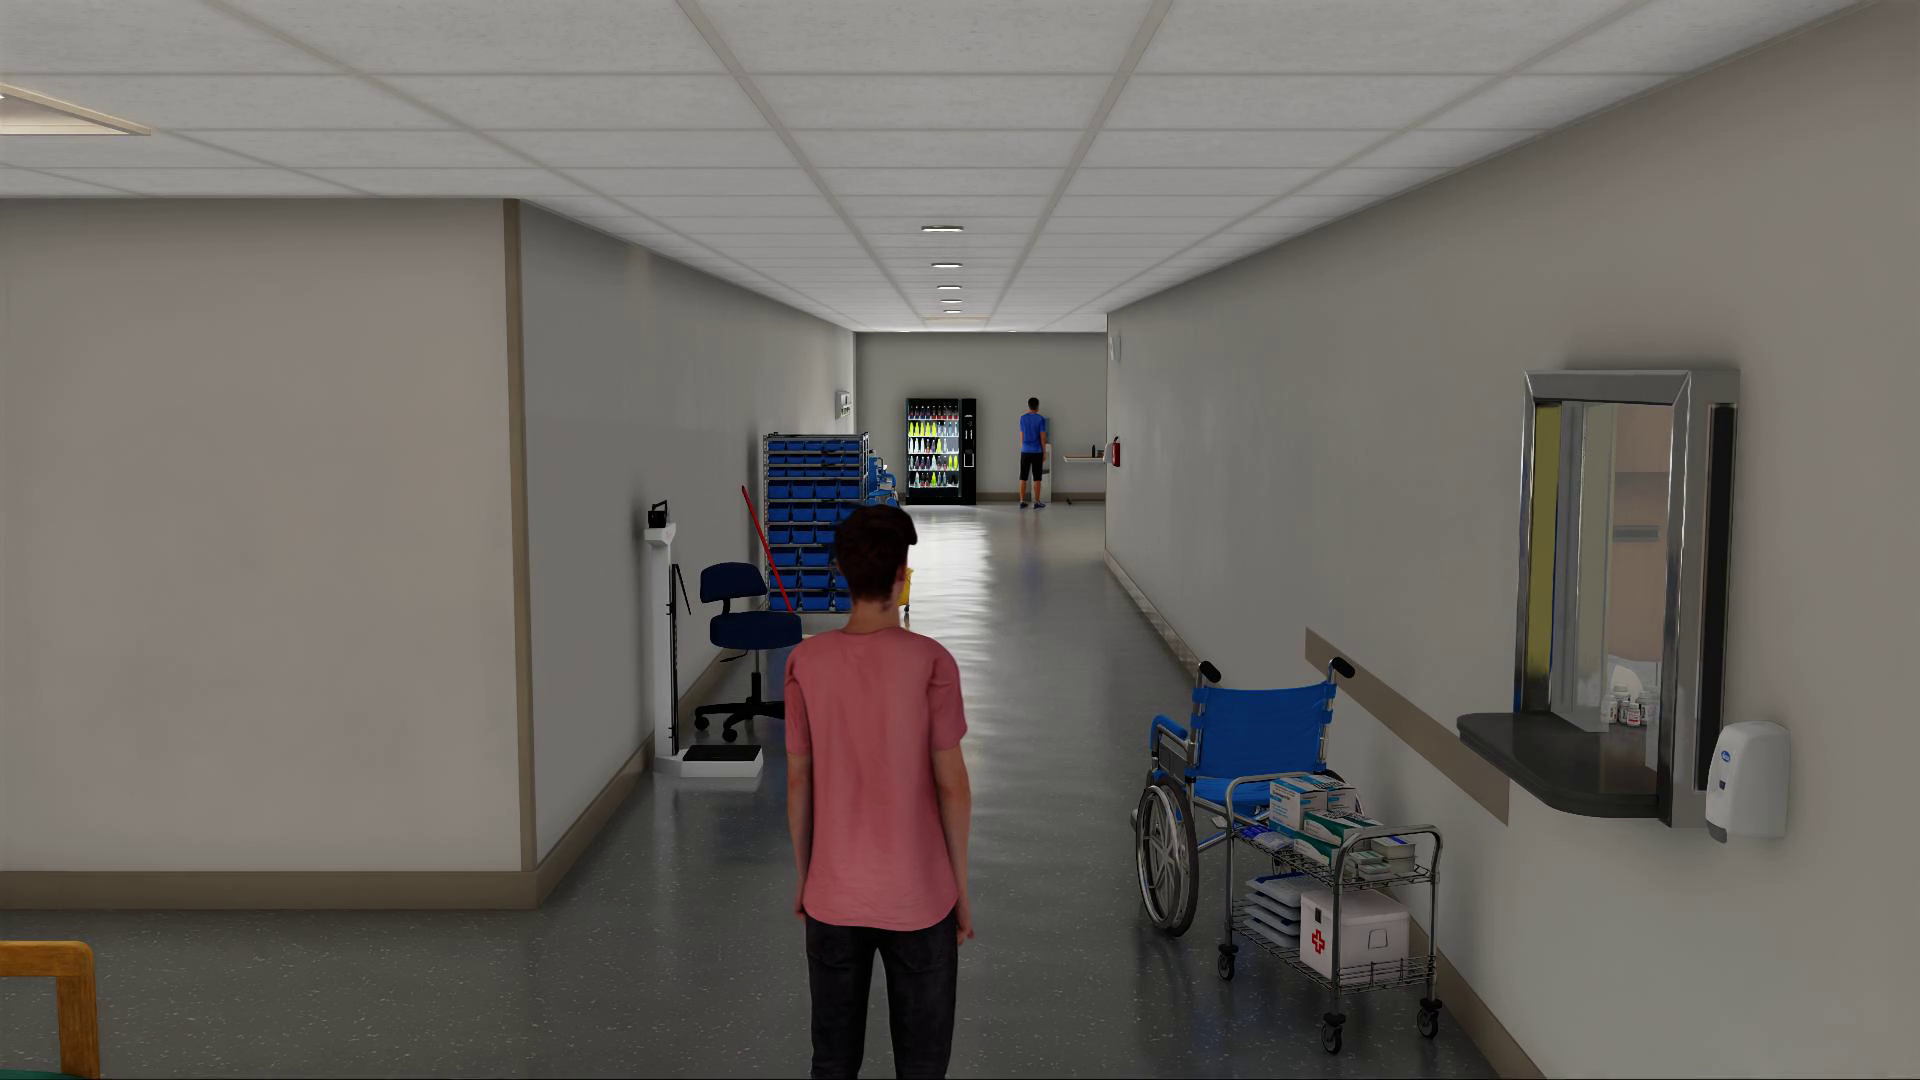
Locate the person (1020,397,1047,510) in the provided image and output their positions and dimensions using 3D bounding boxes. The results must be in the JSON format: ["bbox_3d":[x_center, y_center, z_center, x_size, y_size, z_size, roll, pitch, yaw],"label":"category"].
[{"bbox_3d":[1.206,-1.465,27.970,0.591,1.865,0.724,2,6,19],"label":"person"}]

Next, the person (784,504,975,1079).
[{"bbox_3d":[-0.208,0.886,4.135,0.557,1.958,0.723,1,6,12],"label":"person"}]
